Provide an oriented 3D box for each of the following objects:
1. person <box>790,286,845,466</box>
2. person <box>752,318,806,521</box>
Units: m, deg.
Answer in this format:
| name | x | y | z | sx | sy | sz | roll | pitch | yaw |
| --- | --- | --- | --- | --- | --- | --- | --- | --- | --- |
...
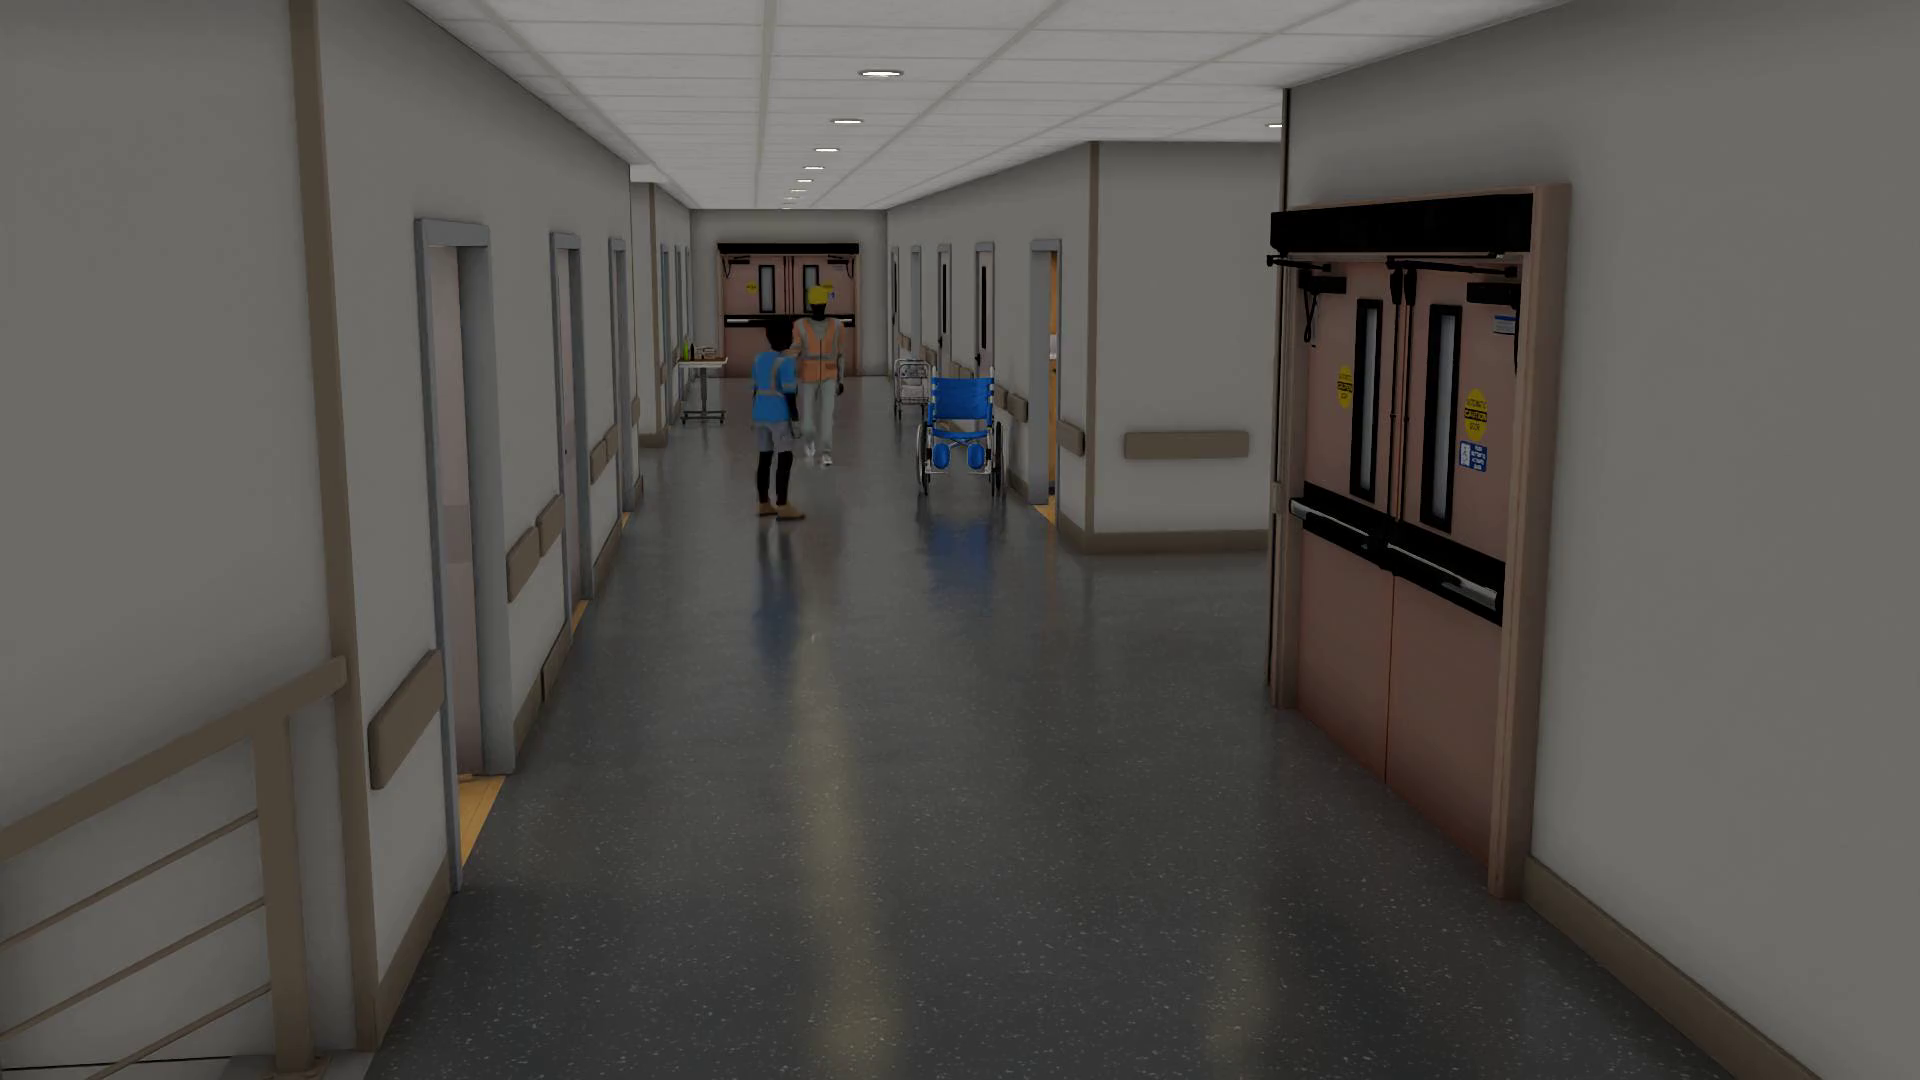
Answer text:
| name | x | y | z | sx | sy | sz | roll | pitch | yaw |
| --- | --- | --- | --- | --- | --- | --- | --- | --- | --- |
| person | -1.529 | -1.770 | 17.786 | 0.596 | 1.898 | 0.871 | -2 | 10 | -12 |
| person | -1.548 | -1.007 | 13.945 | 0.326 | 1.681 | 0.600 | -8 | 12 | -37 |
